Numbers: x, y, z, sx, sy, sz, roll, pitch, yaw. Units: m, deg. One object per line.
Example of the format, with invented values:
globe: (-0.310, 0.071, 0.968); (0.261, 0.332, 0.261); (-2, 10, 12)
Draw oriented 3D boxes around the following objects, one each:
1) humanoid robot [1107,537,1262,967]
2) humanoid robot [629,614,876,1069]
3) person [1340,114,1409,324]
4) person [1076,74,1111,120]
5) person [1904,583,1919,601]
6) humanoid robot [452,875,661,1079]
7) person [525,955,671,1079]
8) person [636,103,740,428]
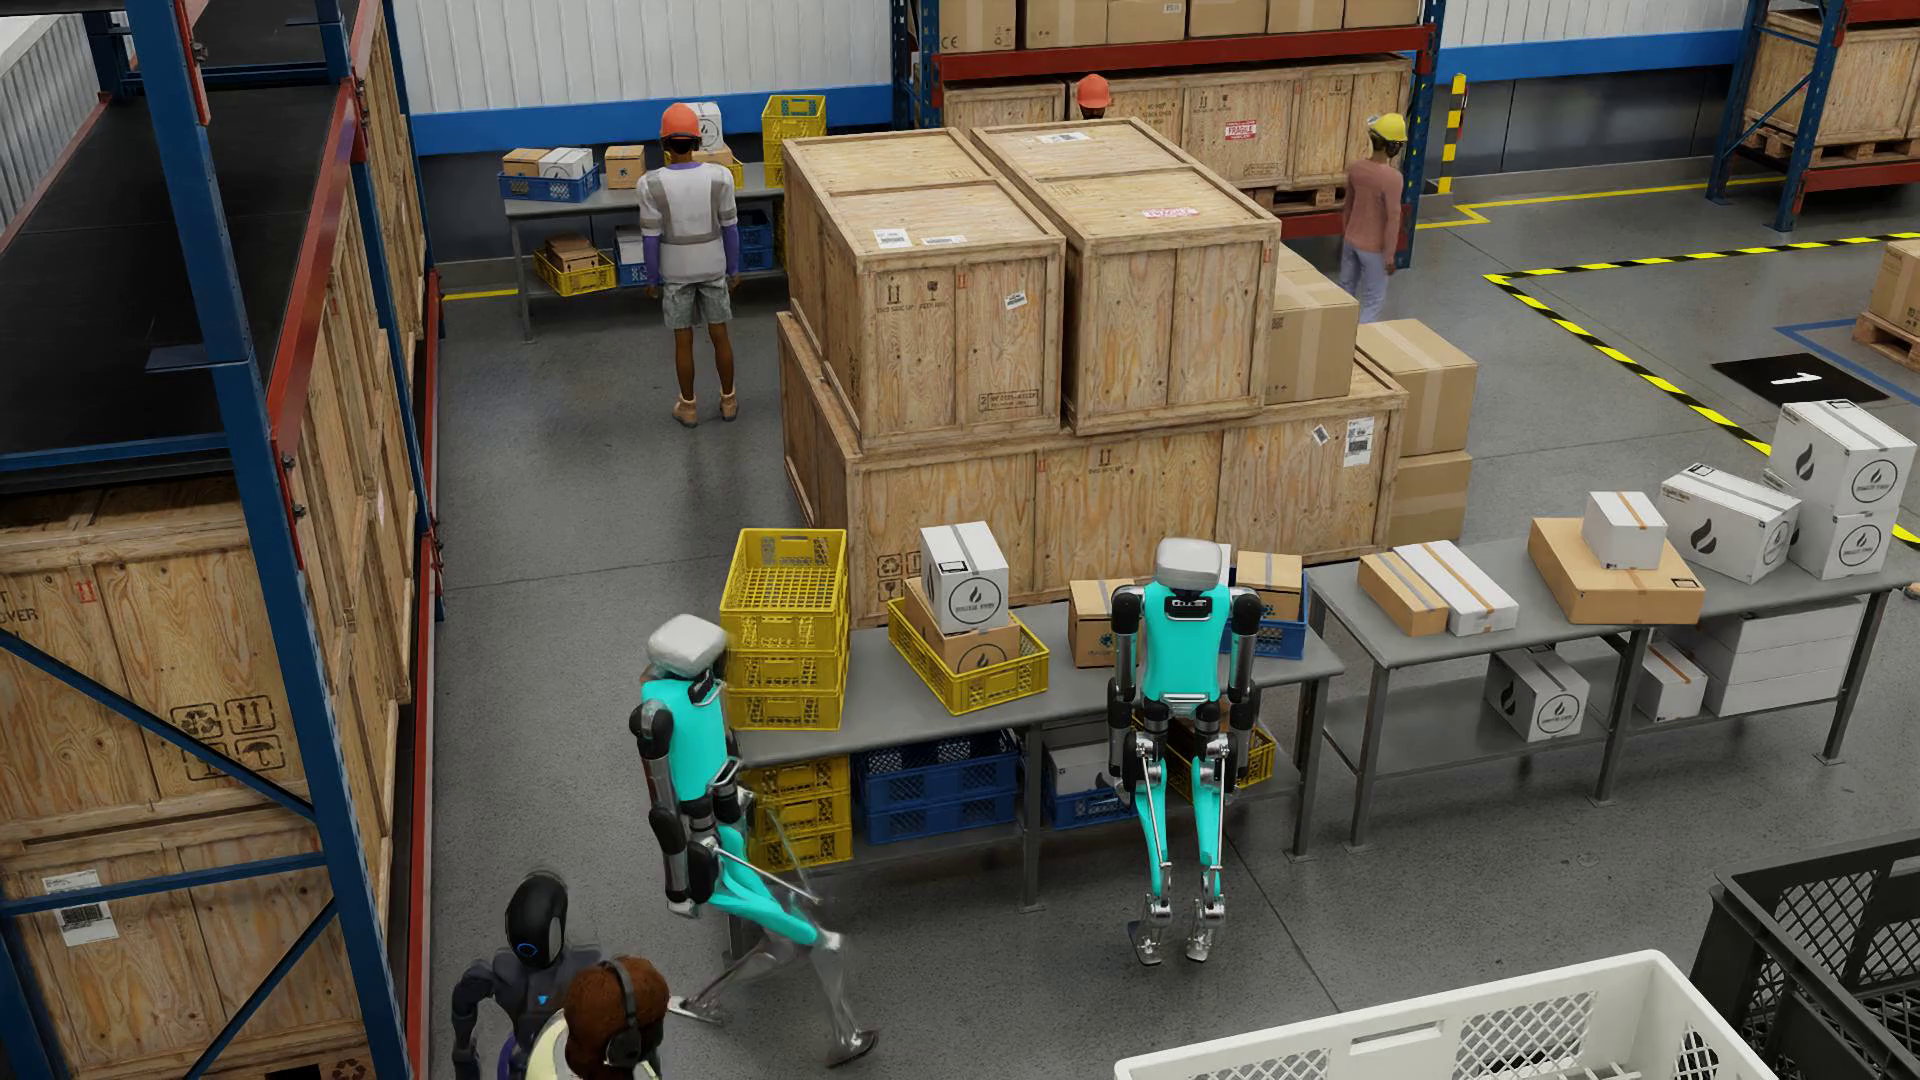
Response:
humanoid robot: (0.788, 0.863, 5.891); (0.533, 1.676, 0.735); (1, 29, 2)
humanoid robot: (-0.616, 1.092, 5.654); (1.010, 1.780, 0.530); (8, 30, 15)
person: (2.758, -1.968, 11.149); (0.361, 1.754, 0.562); (-11, 31, -19)
person: (0.888, -2.228, 11.433); (0.552, 1.935, 0.359); (-5, 29, -10)
person: (5.192, -0.498, 8.180); (0.365, 2.048, 0.607); (0, 29, -1)
humanoid robot: (-1.124, 1.634, 4.690); (0.608, 1.643, 0.435); (-3, 29, -5)
person: (-0.844, 1.799, 4.244); (0.450, 1.816, 0.642); (-12, 31, -21)
person: (-1.667, -1.685, 10.337); (0.605, 2.045, 0.375); (-9, 30, -16)
